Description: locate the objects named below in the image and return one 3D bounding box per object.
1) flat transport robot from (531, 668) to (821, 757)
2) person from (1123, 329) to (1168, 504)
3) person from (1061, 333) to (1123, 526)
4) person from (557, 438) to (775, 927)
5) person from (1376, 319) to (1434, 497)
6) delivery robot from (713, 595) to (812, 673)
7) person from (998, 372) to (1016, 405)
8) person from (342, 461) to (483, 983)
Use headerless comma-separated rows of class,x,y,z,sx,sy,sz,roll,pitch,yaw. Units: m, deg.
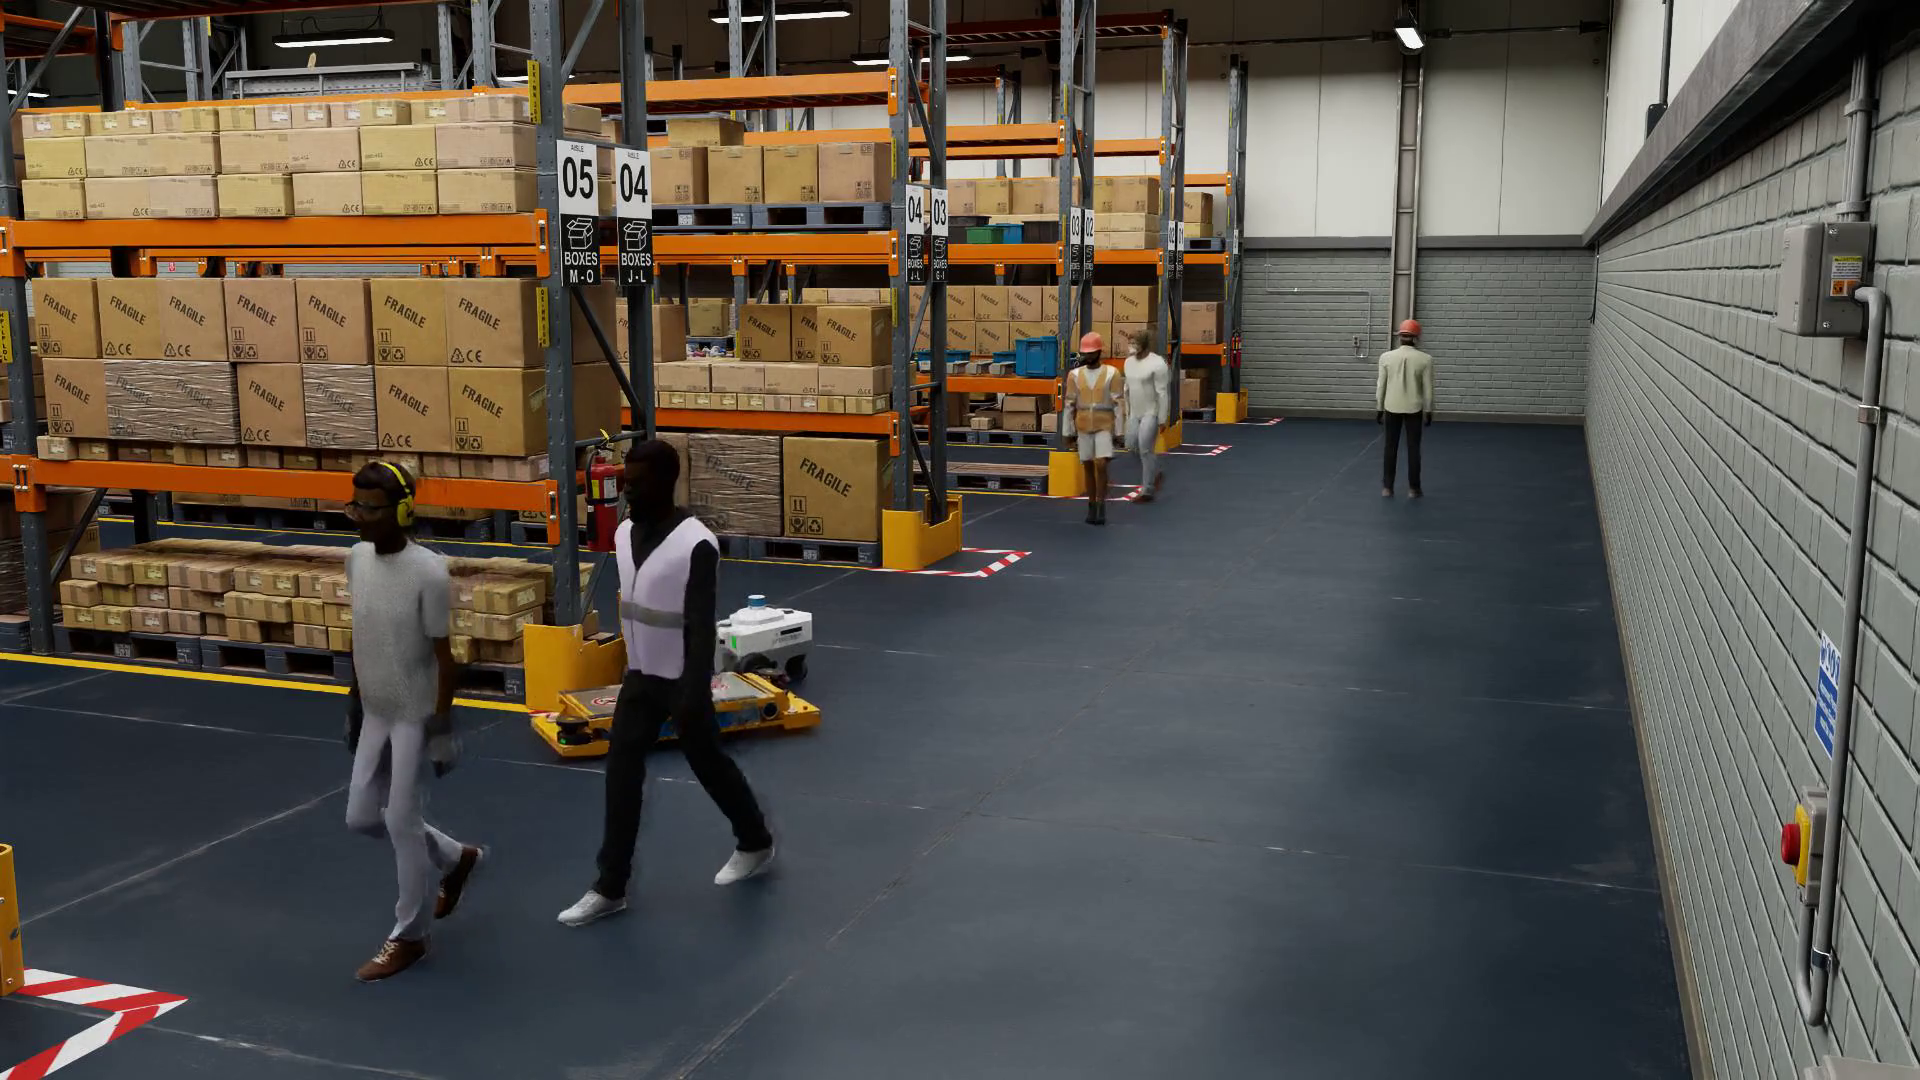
flat transport robot,-1.546,0.924,9.063,1.431,0.197,0.652,-5,10,-28
person,2.055,-1.345,18.116,0.524,1.911,0.655,-7,11,-37
person,1.287,-1.085,16.486,0.584,1.911,0.760,3,10,18
person,-1.131,0.524,6.587,0.606,1.877,0.984,8,12,42
person,4.992,-1.473,18.663,0.622,1.990,0.400,4,10,22
delivery robot,-1.223,0.576,10.056,0.477,0.478,0.707,7,12,38
person,0.754,-2.976,28.388,0.577,1.882,0.349,-6,11,-34
person,-1.993,0.624,6.006,0.548,1.854,0.554,6,11,32
